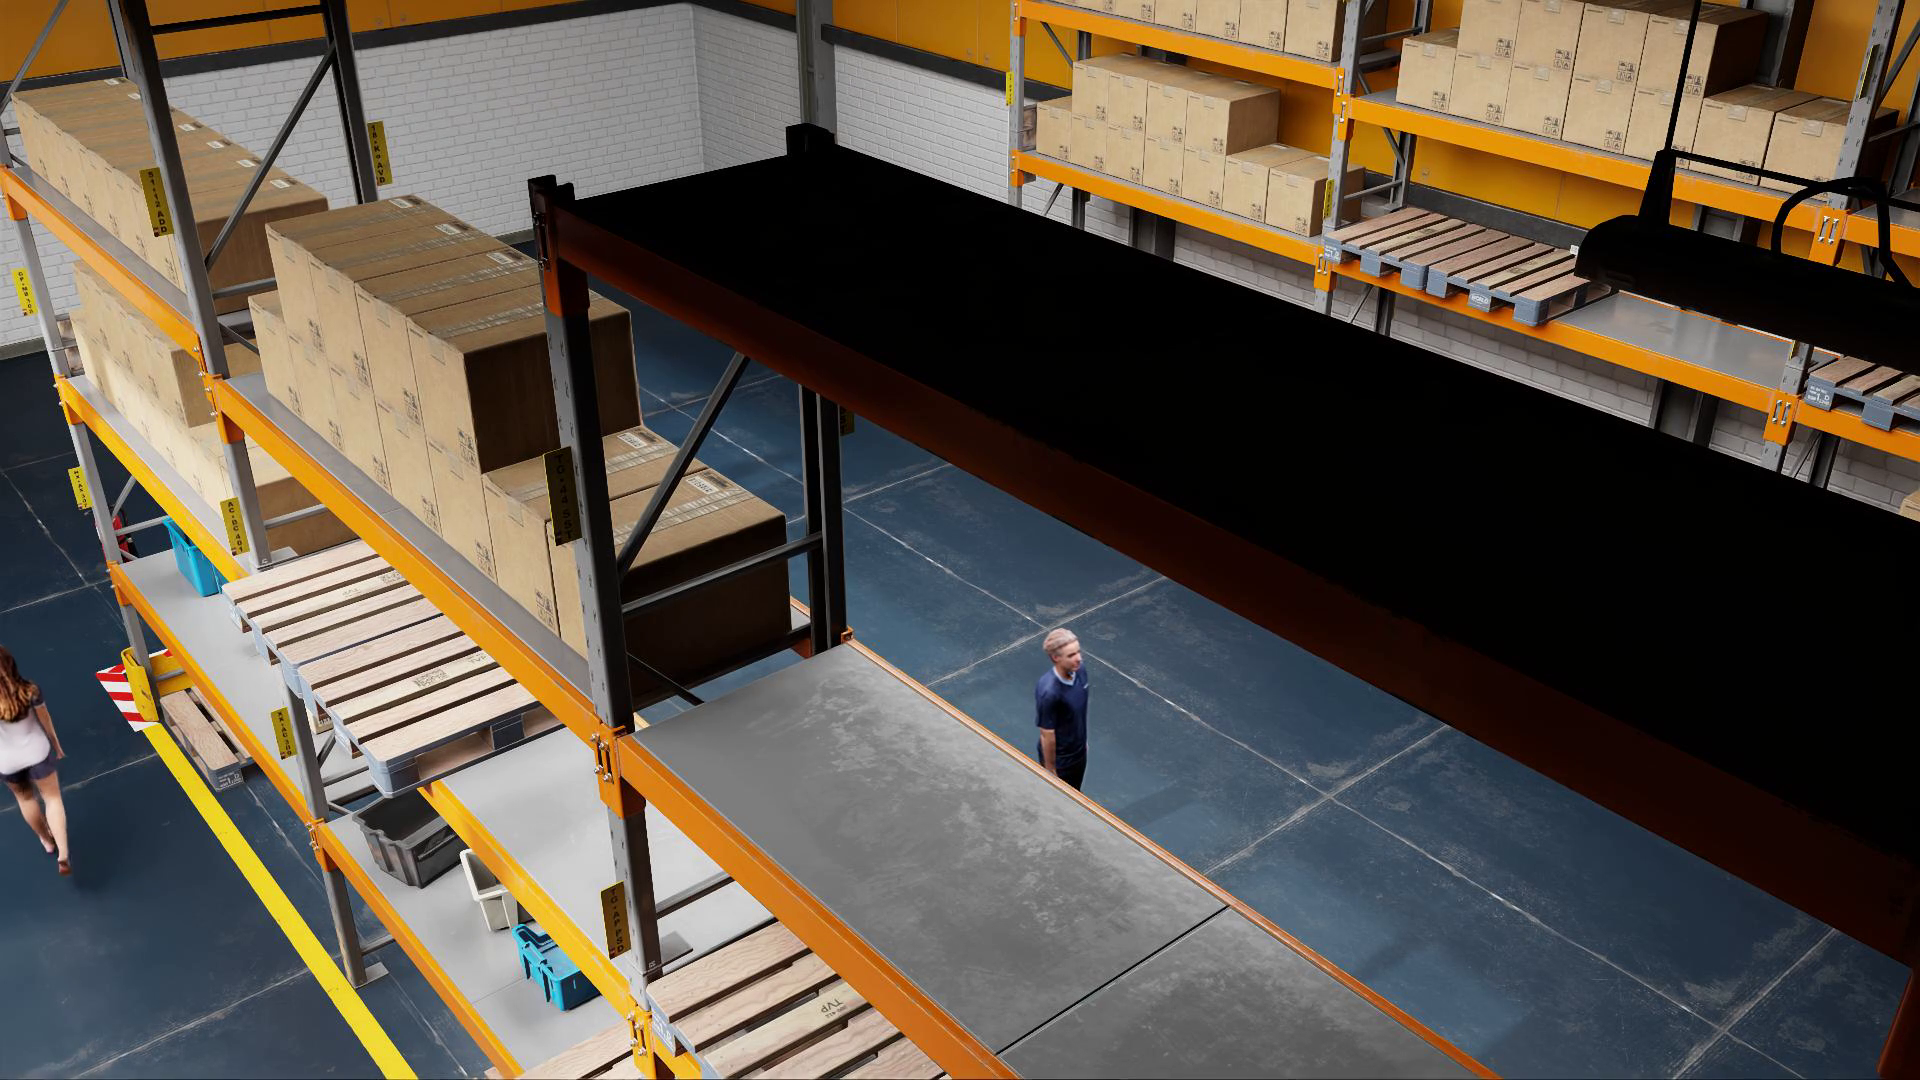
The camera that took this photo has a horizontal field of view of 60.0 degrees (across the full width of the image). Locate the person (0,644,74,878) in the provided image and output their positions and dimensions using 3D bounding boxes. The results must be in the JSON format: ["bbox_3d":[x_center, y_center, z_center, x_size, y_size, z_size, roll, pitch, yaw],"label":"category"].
[{"bbox_3d":[-6.148,1.477,10.940,0.683,1.709,1.004,-17,33,-29],"label":"person"}]

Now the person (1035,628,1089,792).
[{"bbox_3d":[0.661,1.397,10.917,0.648,1.872,0.715,18,33,29],"label":"person"}]
